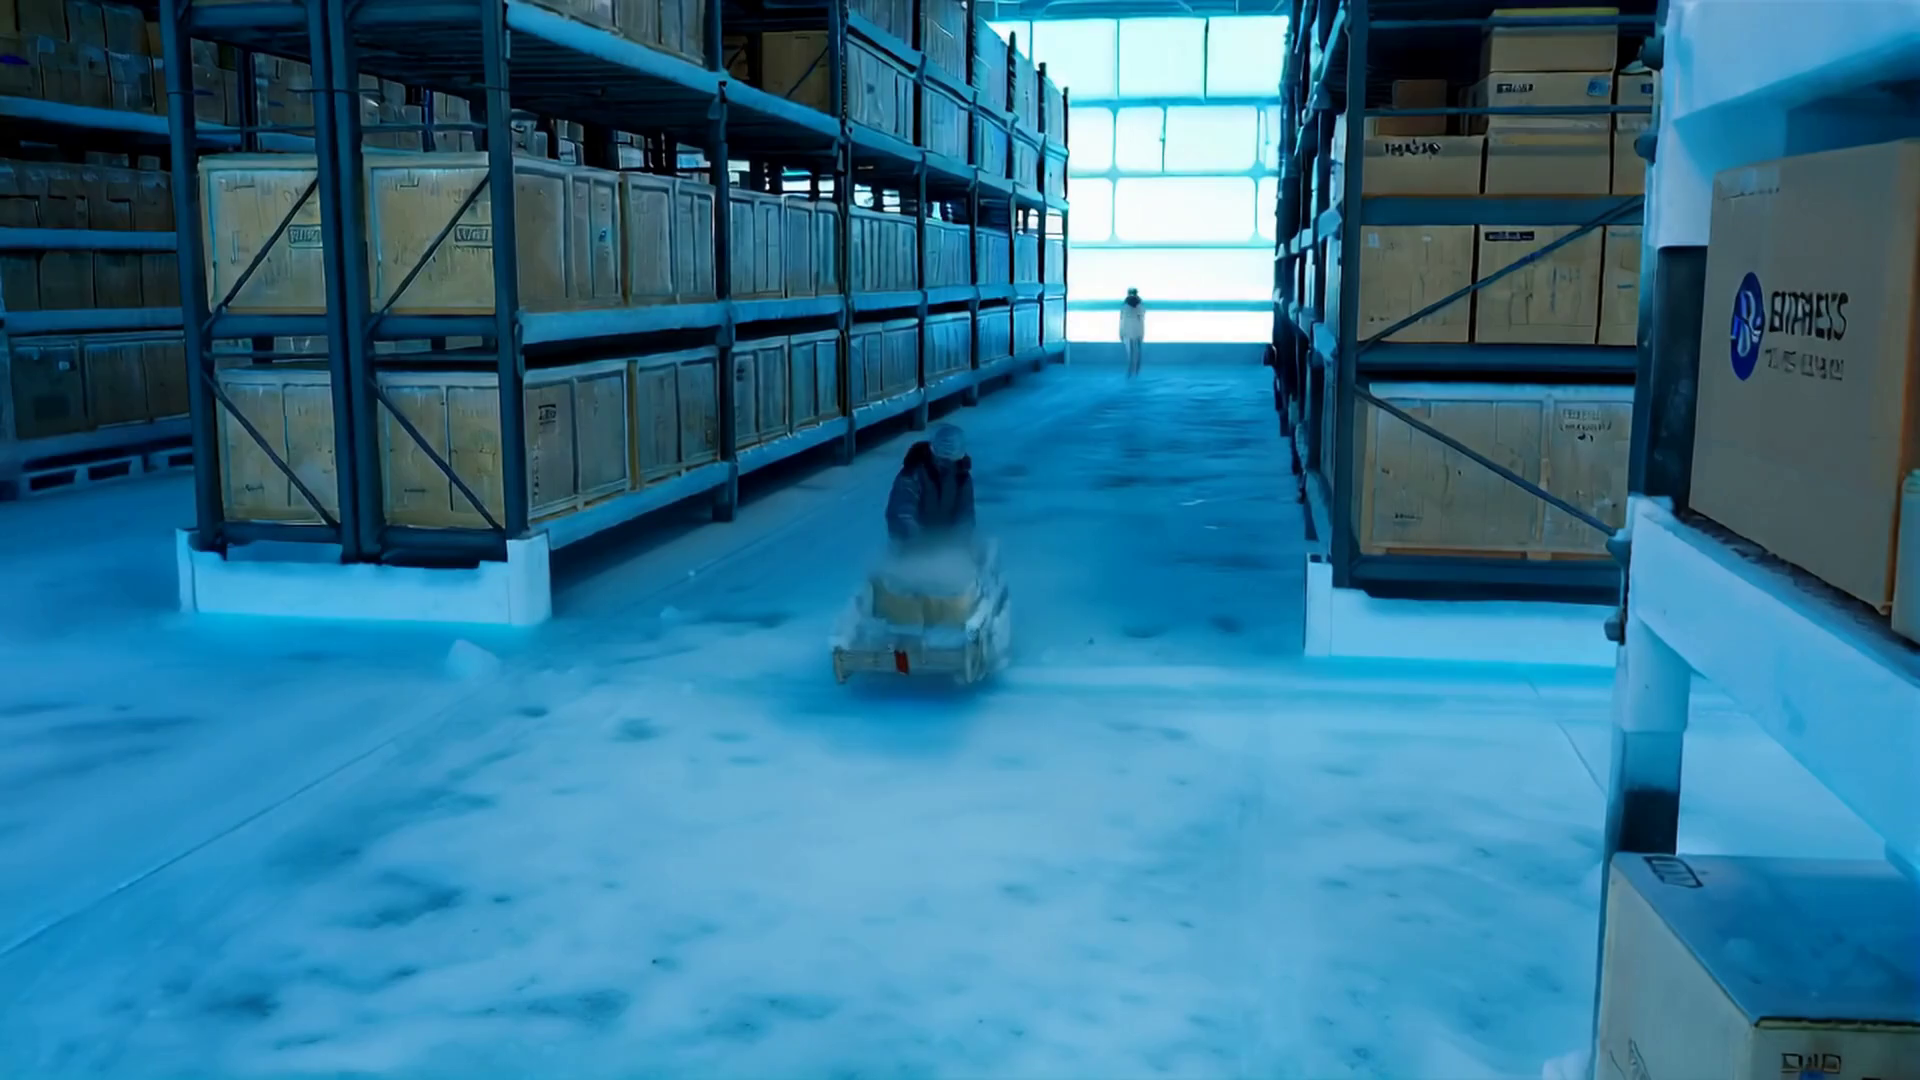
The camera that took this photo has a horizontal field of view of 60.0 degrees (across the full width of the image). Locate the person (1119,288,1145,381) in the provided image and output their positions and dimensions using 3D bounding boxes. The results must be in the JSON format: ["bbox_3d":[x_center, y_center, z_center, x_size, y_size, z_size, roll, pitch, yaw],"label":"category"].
[{"bbox_3d":[3.188,-3.798,30.855,0.490,1.714,0.765,1,9,7],"label":"person"}]
